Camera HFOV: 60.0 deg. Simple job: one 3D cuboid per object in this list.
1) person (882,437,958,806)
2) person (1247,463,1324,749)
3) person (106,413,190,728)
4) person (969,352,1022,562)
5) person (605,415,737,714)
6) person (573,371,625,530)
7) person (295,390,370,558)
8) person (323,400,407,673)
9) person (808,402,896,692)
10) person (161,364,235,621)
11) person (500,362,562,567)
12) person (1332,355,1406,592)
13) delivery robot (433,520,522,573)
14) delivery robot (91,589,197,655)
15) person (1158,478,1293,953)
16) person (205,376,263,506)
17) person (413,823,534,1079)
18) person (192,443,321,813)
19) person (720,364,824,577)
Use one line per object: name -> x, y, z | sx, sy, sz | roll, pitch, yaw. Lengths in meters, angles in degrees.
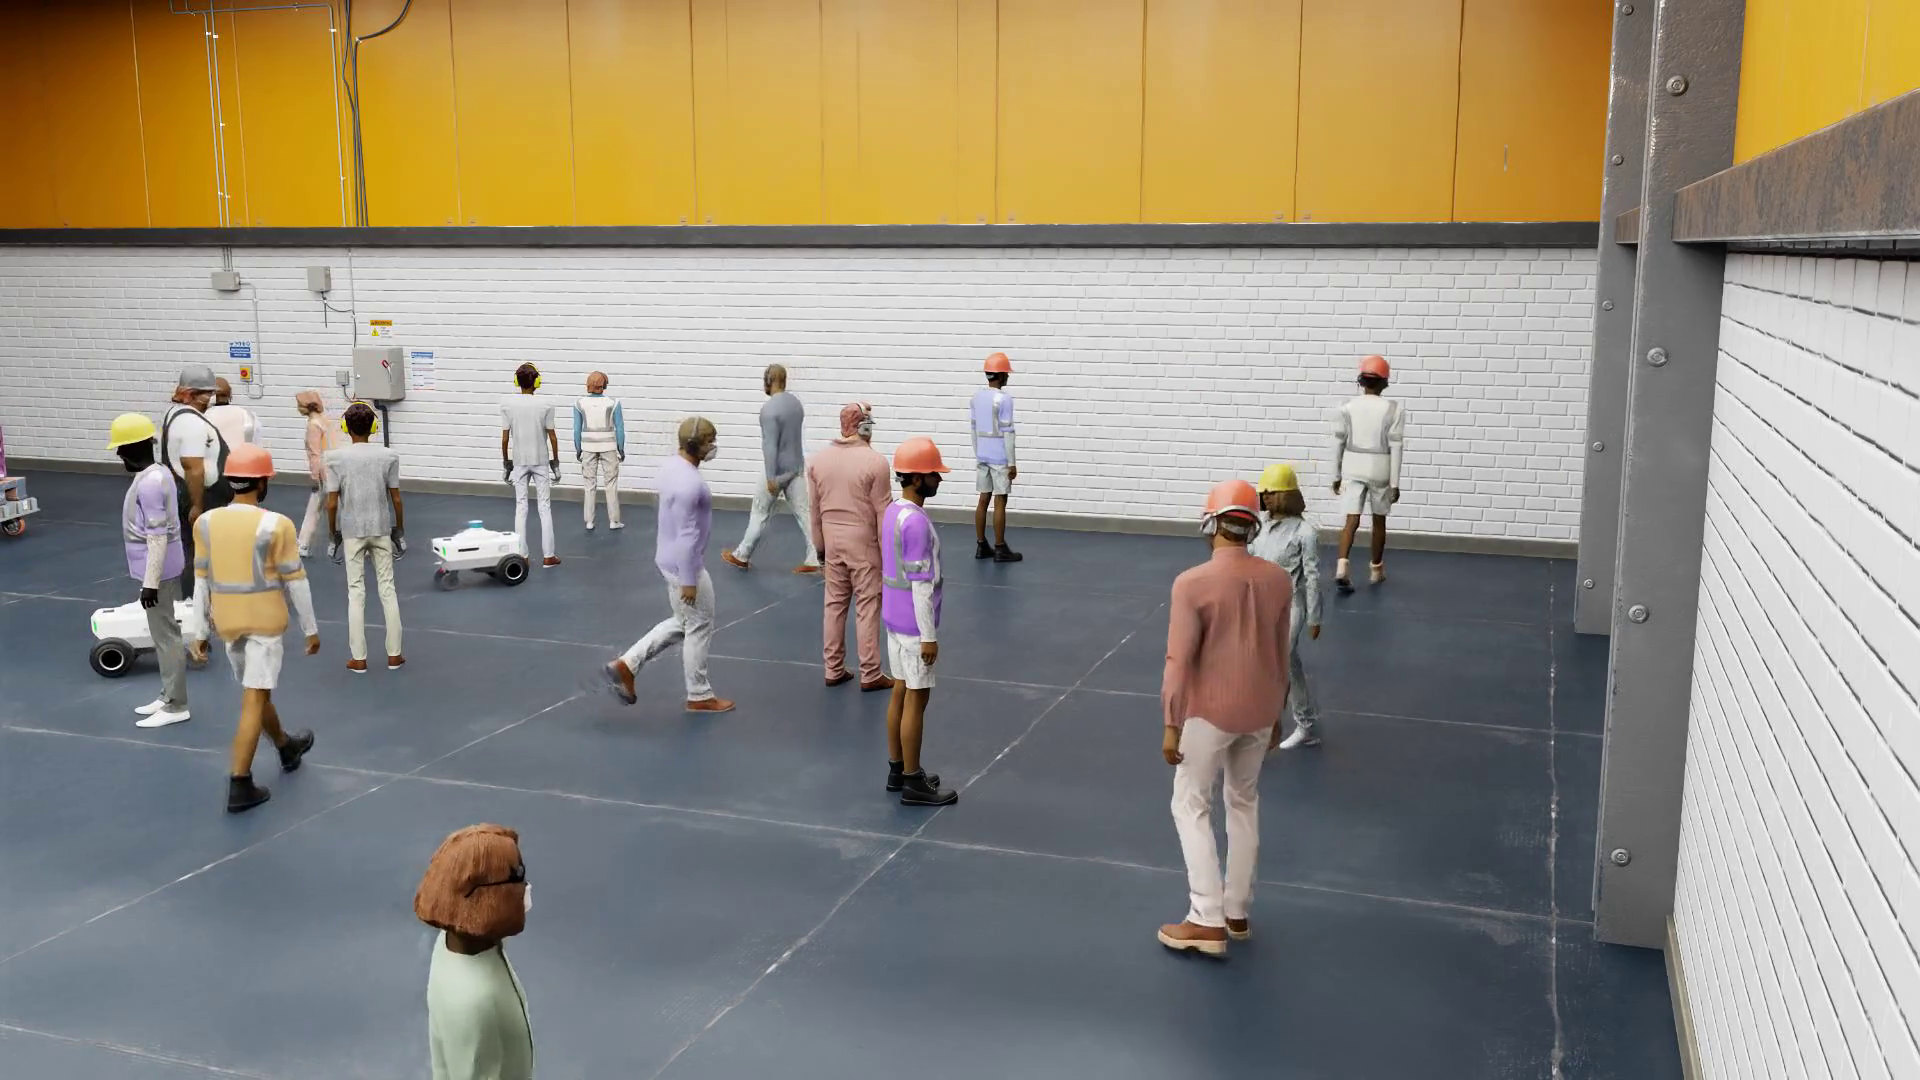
person -> -0.223, 0.423, 8.727 | 0.359, 1.938, 0.545 | -3, 11, -17
person -> 1.759, 0.413, 9.444 | 0.897, 1.697, 0.489 | -6, 12, -30
person -> -4.932, 0.181, 10.144 | 0.374, 1.920, 0.585 | -5, 11, -24
person -> 0.336, -0.764, 15.408 | 0.364, 1.939, 0.542 | -8, 13, -39
person -> -1.785, 0.175, 10.227 | 0.732, 1.904, 0.638 | -3, 10, -16
person -> -3.698, -0.910, 17.074 | 0.522, 1.640, 0.306 | 0, 10, 0
person -> -5.876, -0.597, 15.456 | 0.884, 1.591, 0.554 | -3, 11, -17
person -> -4.079, -0.022, 11.427 | 0.524, 1.871, 0.325 | -5, 11, -26
person -> -0.678, 0.042, 10.969 | 0.651, 1.904, 0.401 | 7, 12, 33
person -> -5.868, -0.366, 12.880 | 0.537, 2.000, 0.691 | -8, 13, -39
person -> -3.890, -0.674, 15.098 | 0.532, 1.870, 0.319 | -1, 10, -5
person -> 3.436, -0.561, 14.092 | 0.621, 2.009, 0.981 | 5, 11, 28
delivery robot -> -4.154, 0.075, 14.316 | 0.707, 0.478, 0.477 | -6, 12, -31
delivery robot -> -5.587, 0.573, 11.495 | 0.707, 0.478, 0.477 | -4, 11, -18
person -> 1.133, 0.724, 7.015 | 0.656, 1.953, 0.574 | -5, 11, -28
person -> -6.122, -0.443, 13.878 | 0.627, 1.844, 0.429 | -7, 13, -36
person -> -1.168, 1.441, 3.918 | 0.808, 1.601, 0.504 | -2, 10, -12
person -> -3.711, 0.424, 8.863 | 0.579, 1.880, 0.980 | 2, 10, 9
person -> -1.648, -0.620, 14.760 | 1.055, 1.871, 0.636 | 5, 11, 27
